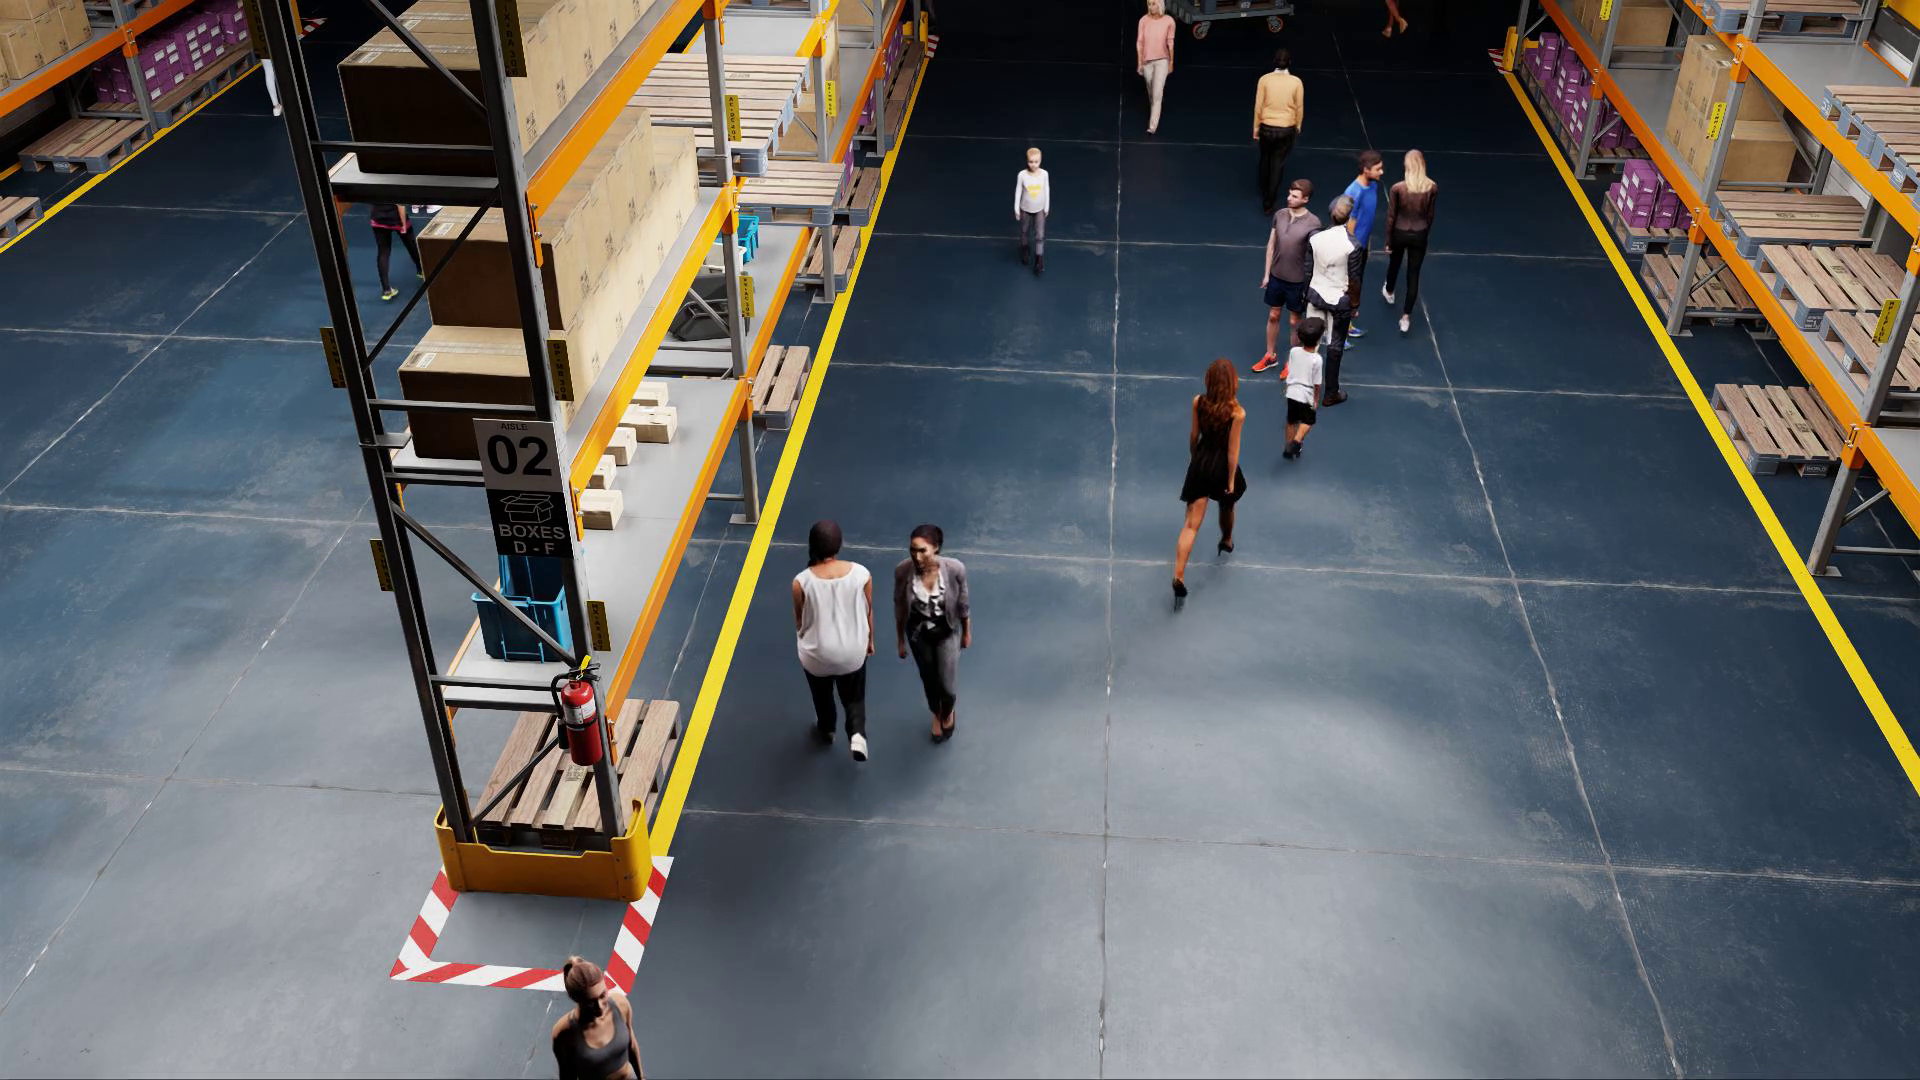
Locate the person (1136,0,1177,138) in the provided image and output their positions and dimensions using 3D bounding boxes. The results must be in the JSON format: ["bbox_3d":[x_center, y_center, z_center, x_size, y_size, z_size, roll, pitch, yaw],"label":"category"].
[{"bbox_3d":[2.344,-5.750,20.010,0.740,1.660,1.216,8,34,11],"label":"person"}]

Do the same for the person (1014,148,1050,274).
[{"bbox_3d":[0.718,-3.360,16.785,0.594,1.248,0.909,-2,34,-3],"label":"person"}]

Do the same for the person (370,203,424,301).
[{"bbox_3d":[-5.563,-3.071,16.112,0.544,1.511,1.009,4,34,5],"label":"person"}]

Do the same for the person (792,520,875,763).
[{"bbox_3d":[-0.793,0.680,10.328,0.824,1.668,1.000,-8,34,-12],"label":"person"}]

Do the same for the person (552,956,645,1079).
[{"bbox_3d":[-1.613,2.519,7.529,0.640,1.704,0.705,-26,42,-34],"label":"person"}]

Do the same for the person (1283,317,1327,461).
[{"bbox_3d":[2.749,-1.194,13.529,0.627,1.245,0.690,26,42,33],"label":"person"}]

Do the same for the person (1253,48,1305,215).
[{"bbox_3d":[3.390,-4.351,17.855,0.856,1.714,1.153,12,36,18],"label":"person"}]

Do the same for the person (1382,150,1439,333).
[{"bbox_3d":[4.199,-2.746,15.502,0.611,1.647,1.124,3,34,5],"label":"person"}]

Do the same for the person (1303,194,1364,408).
[{"bbox_3d":[3.165,-2.052,14.235,0.770,1.893,0.772,22,39,29],"label":"person"}]

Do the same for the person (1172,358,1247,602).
[{"bbox_3d":[1.735,-0.390,11.837,0.932,1.779,1.232,19,38,26],"label":"person"}]

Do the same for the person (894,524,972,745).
[{"bbox_3d":[-0.163,0.563,10.515,0.624,1.657,0.573,3,34,4],"label":"person"}]

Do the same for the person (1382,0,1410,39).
[{"bbox_3d":[6.123,-7.738,22.996,0.795,1.665,0.934,-15,37,-22],"label":"person"}]

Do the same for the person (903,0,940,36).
[{"bbox_3d":[-0.445,-7.890,23.199,0.737,1.693,0.850,9,35,14],"label":"person"}]

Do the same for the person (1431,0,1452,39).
[{"bbox_3d":[6.849,-7.939,23.249,0.830,1.719,0.691,18,38,25],"label":"person"}]

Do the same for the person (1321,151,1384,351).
[{"bbox_3d":[3.579,-2.671,15.194,0.757,1.862,0.657,21,39,29],"label":"person"}]

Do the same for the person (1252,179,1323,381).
[{"bbox_3d":[2.917,-2.314,14.666,0.736,1.853,0.756,25,41,32],"label":"person"}]
